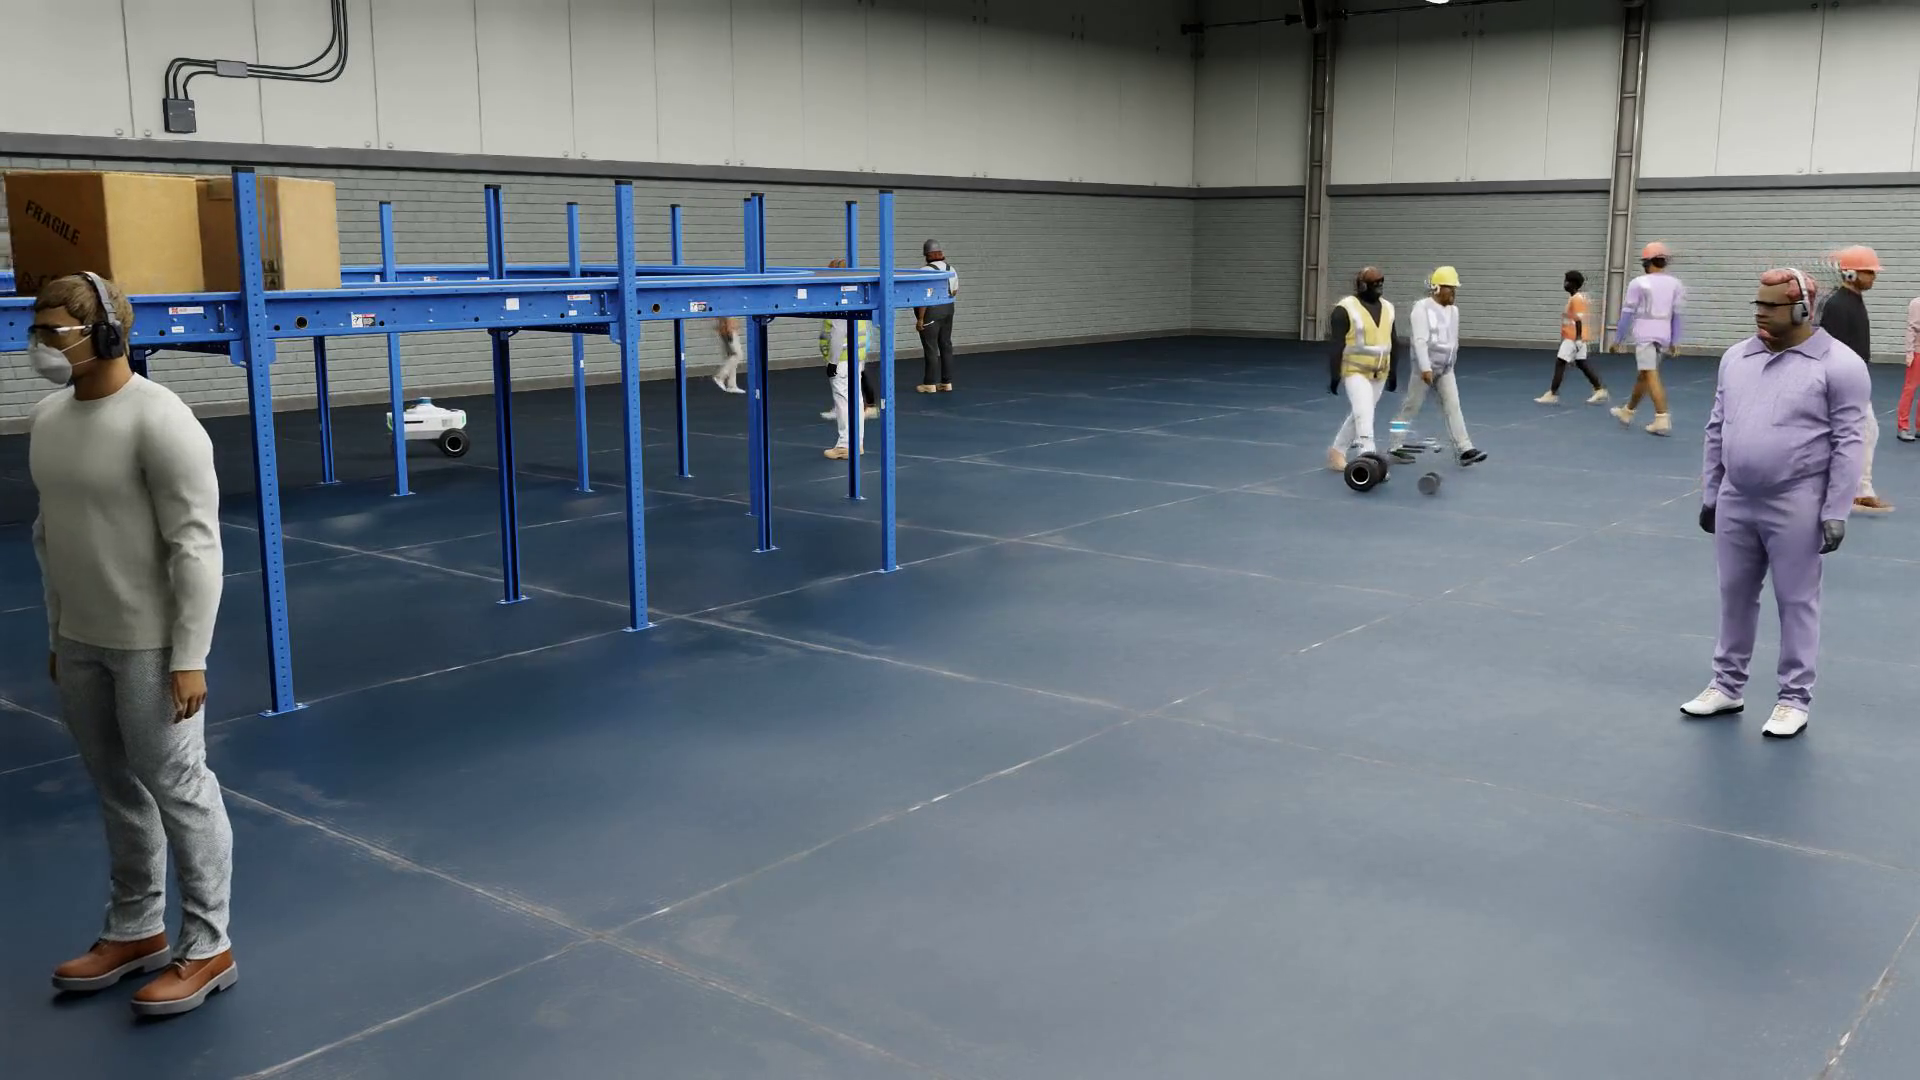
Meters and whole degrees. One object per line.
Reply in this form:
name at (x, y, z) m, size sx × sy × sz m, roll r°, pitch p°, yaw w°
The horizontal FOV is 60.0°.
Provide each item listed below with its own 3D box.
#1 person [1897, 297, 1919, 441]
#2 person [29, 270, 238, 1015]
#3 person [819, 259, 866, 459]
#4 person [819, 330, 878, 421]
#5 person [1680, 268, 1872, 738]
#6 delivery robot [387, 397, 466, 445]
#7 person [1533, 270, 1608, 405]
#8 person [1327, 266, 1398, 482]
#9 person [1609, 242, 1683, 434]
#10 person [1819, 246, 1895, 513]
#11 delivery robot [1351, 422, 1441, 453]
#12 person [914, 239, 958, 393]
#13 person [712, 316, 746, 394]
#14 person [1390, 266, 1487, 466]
person at (9.791, -1.886, 16.809) m, size 0.526 × 1.768 × 0.330 m, roll -3°, pitch 11°, yaw -14°
person at (-2.182, 0.274, 4.364) m, size 0.630 × 1.938 × 0.369 m, roll 6°, pitch 12°, yaw 30°
person at (-1.095, -1.692, 15.523) m, size 0.429 × 1.841 × 0.634 m, roll 4°, pitch 11°, yaw 19°
person at (-1.253, -2.128, 18.536) m, size 0.885 × 1.625 × 0.544 m, roll -5°, pitch 12°, yaw -27°
person at (3.328, -0.155, 6.836) m, size 0.401 × 1.904 × 0.646 m, roll -6°, pitch 12°, yaw -31°
delivery robot at (-5.038, -1.105, 15.698) m, size 0.707 × 0.478 × 0.477 m, roll -4°, pitch 11°, yaw -19°
person at (7.596, -2.492, 20.474) m, size 0.868 × 1.658 × 0.541 m, roll 3°, pitch 11°, yaw 16°
person at (3.439, -1.446, 14.276) m, size 0.640 × 1.809 × 0.927 m, roll -5°, pitch 11°, yaw -26°
person at (7.269, -2.145, 17.624) m, size 0.630 × 1.984 × 1.051 m, roll -3°, pitch 11°, yaw -17°
person at (6.578, -1.153, 12.185) m, size 0.642 × 1.962 × 0.810 m, roll -10°, pitch 14°, yaw -44°
delivery robot at (3.558, -0.849, 13.559) m, size 0.698 × 0.223 × 0.335 m, roll 5°, pitch 11°, yaw 23°
person at (-0.375, -2.988, 22.270) m, size 0.537 × 2.000 × 0.675 m, roll 10°, pitch 14°, yaw 43°
person at (-3.007, -2.727, 21.828) m, size 0.365 × 1.626 × 0.533 m, roll -1°, pitch 10°, yaw -6°
person at (4.284, -1.552, 14.919) m, size 0.608 × 1.778 × 0.945 m, roll -6°, pitch 12°, yaw -32°
